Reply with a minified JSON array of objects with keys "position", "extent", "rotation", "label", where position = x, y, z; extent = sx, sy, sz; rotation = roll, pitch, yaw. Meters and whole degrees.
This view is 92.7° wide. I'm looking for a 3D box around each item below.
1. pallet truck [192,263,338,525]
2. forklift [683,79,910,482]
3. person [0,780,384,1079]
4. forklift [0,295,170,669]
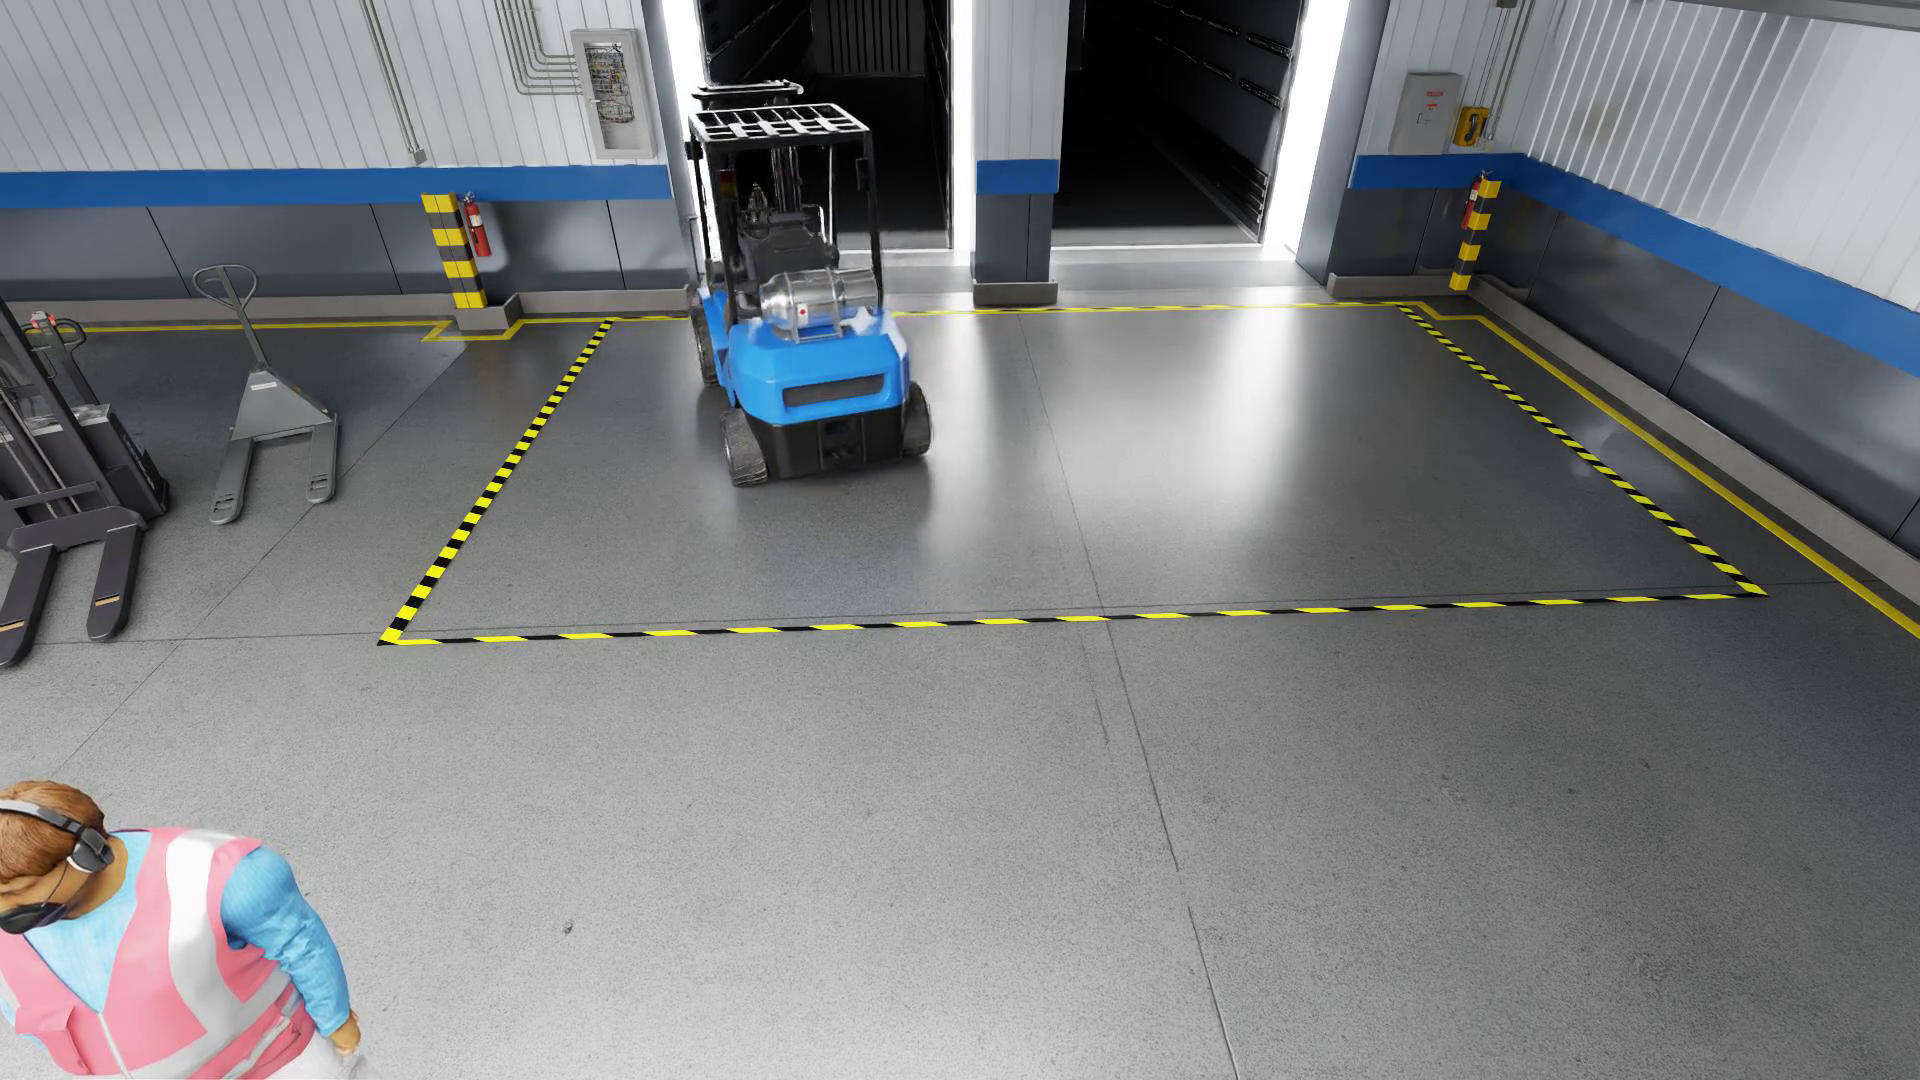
[{"position":[-4.778,-1.027,6.128],"extent":[0.680,1.201,1.601],"rotation":[-17,38,-23],"label":"pallet truck"},{"position":[-1.212,-1.936,6.457],"extent":[1.157,2.036,2.680],"rotation":[-12,36,-16],"label":"forklift"},{"position":[-1.871,1.265,2.306],"extent":[0.634,1.841,0.429],"rotation":[-8,36,-12],"label":"person"},{"position":[-5.212,-0.618,4.878],"extent":[0.823,1.965,1.885],"rotation":[-20,39,-26],"label":"forklift"}]
